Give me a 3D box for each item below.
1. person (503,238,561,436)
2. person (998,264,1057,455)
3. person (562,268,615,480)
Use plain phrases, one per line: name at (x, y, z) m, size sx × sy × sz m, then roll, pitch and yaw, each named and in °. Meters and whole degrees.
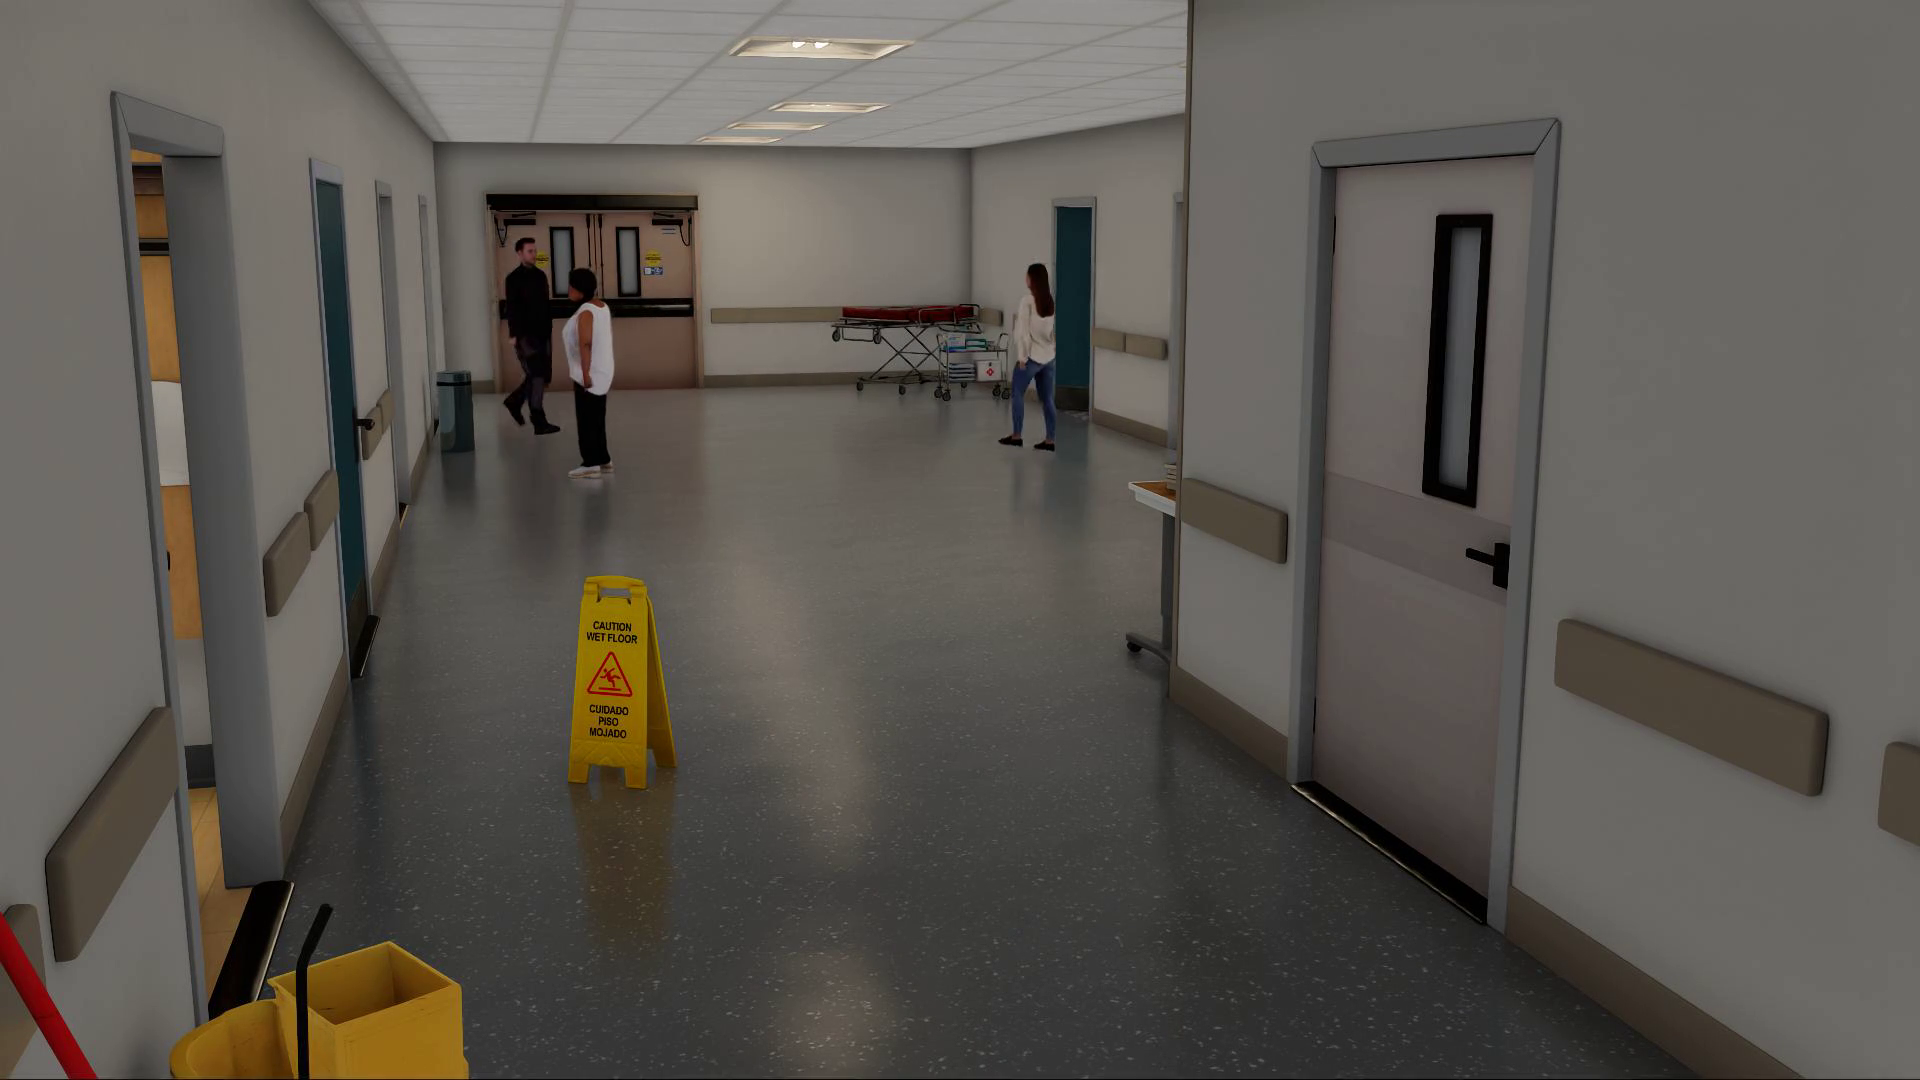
person at (-4.222, -1.973, 16.202) m, size 1.157 × 1.888 × 1.122 m, roll 6°, pitch 12°, yaw 27°
person at (0.739, -1.591, 14.764) m, size 0.841 × 1.675 × 0.934 m, roll -10°, pitch 14°, yaw -42°
person at (-3.017, -1.360, 13.515) m, size 0.818 × 1.685 × 0.690 m, roll 2°, pitch 11°, yaw 9°
